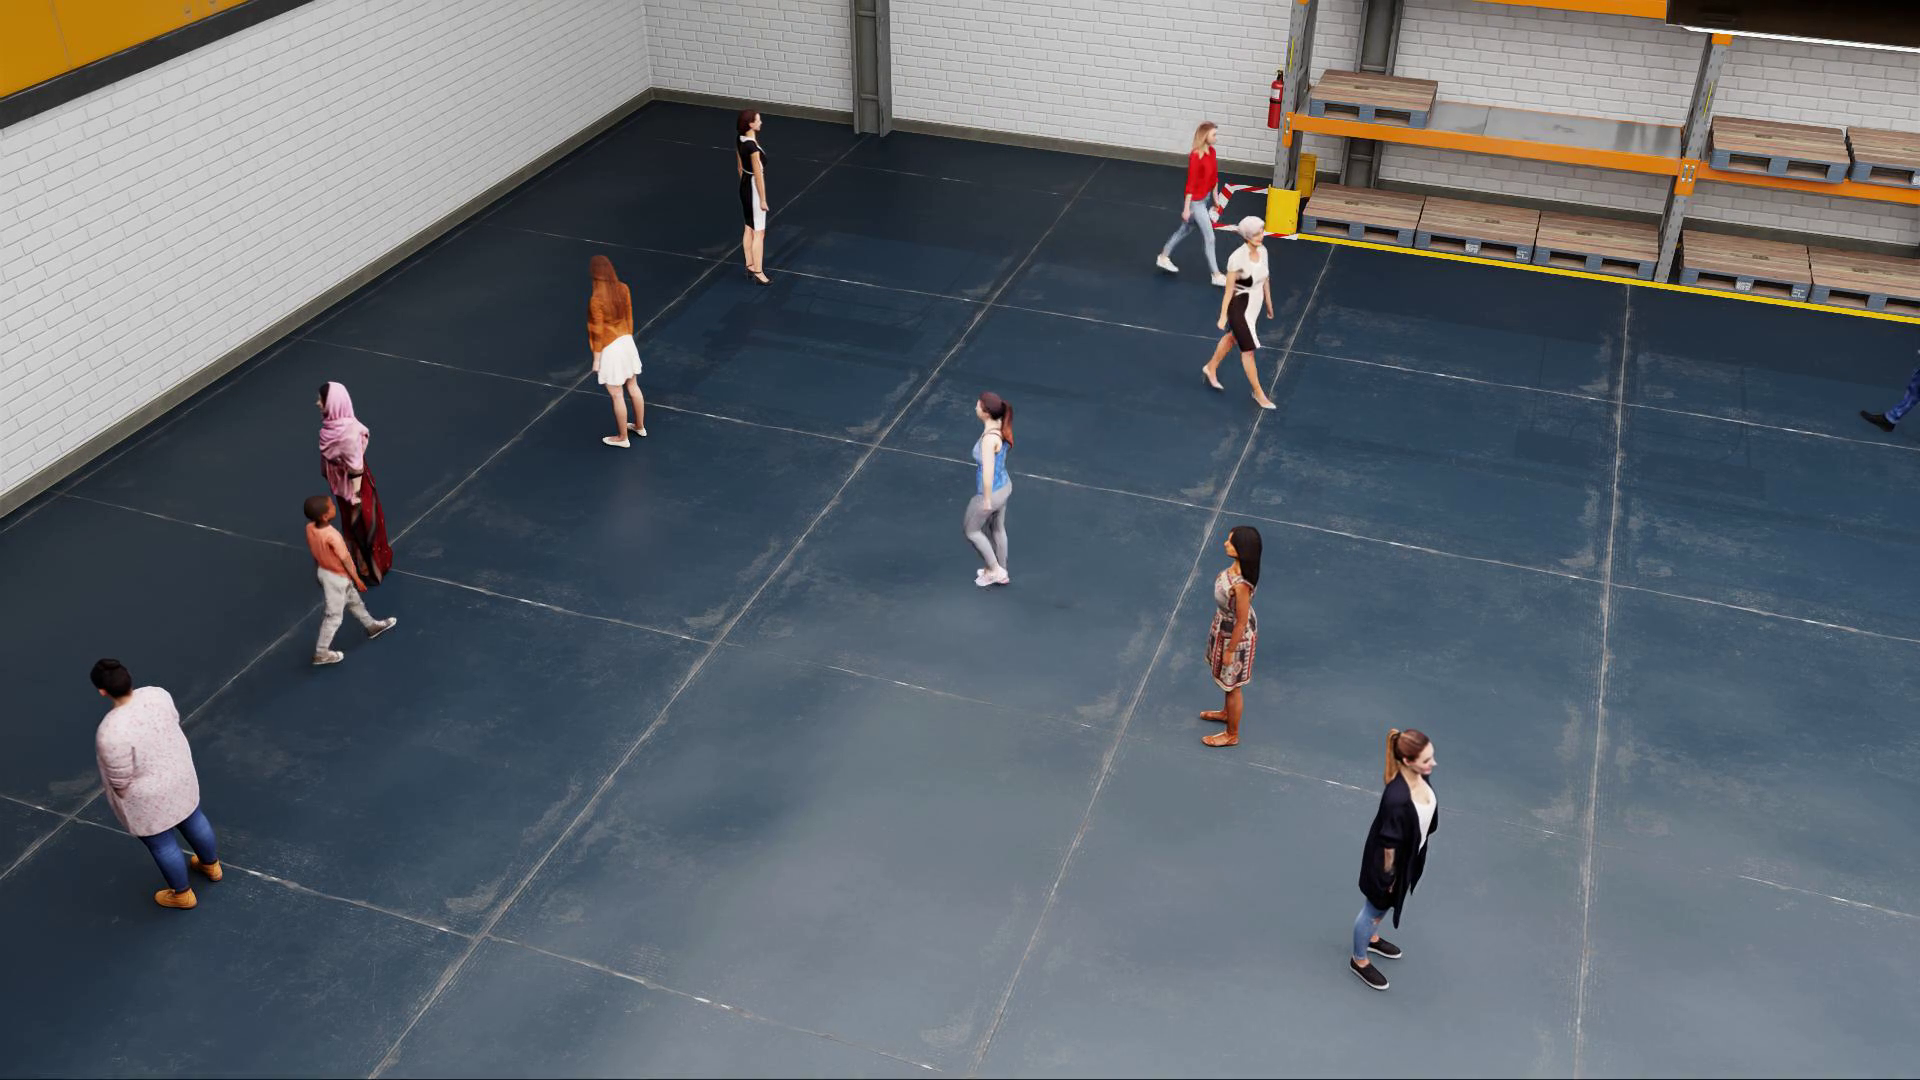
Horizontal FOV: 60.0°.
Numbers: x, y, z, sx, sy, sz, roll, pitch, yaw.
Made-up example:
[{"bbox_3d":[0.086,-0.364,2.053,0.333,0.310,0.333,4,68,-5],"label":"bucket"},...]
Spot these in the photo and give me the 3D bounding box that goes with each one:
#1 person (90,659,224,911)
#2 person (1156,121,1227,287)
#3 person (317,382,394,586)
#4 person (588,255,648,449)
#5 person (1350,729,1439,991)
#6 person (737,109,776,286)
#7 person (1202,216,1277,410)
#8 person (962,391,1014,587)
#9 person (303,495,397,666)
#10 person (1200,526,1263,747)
[{"bbox_3d":[-4.586,1.360,9.461,0.603,1.746,0.680,12,35,18],"label":"person"},{"bbox_3d":[2.317,-3.380,16.671,1.157,1.659,0.762,19,38,26],"label":"person"},{"bbox_3d":[-4.487,-0.444,12.275,0.826,1.638,0.742,-19,38,-26],"label":"person"},{"bbox_3d":[-2.874,-1.586,13.919,0.637,1.719,0.660,20,38,27],"label":"person"},{"bbox_3d":[2.339,1.696,9.013,0.632,1.683,0.675,20,38,27],"label":"person"},{"bbox_3d":[-2.063,-3.424,16.616,0.719,1.795,0.640,-17,37,-24],"label":"person"},{"bbox_3d":[2.416,-2.016,14.579,0.935,1.705,1.172,-29,43,-36],"label":"person"},{"bbox_3d":[0.296,-0.344,12.158,0.583,1.600,0.570,14,36,20],"label":"person"},{"bbox_3d":[-4.369,0.290,11.488,0.910,1.286,0.786,27,42,34],"label":"person"},{"bbox_3d":[1.769,0.604,10.691,0.615,1.645,0.699,3,34,5],"label":"person"}]
